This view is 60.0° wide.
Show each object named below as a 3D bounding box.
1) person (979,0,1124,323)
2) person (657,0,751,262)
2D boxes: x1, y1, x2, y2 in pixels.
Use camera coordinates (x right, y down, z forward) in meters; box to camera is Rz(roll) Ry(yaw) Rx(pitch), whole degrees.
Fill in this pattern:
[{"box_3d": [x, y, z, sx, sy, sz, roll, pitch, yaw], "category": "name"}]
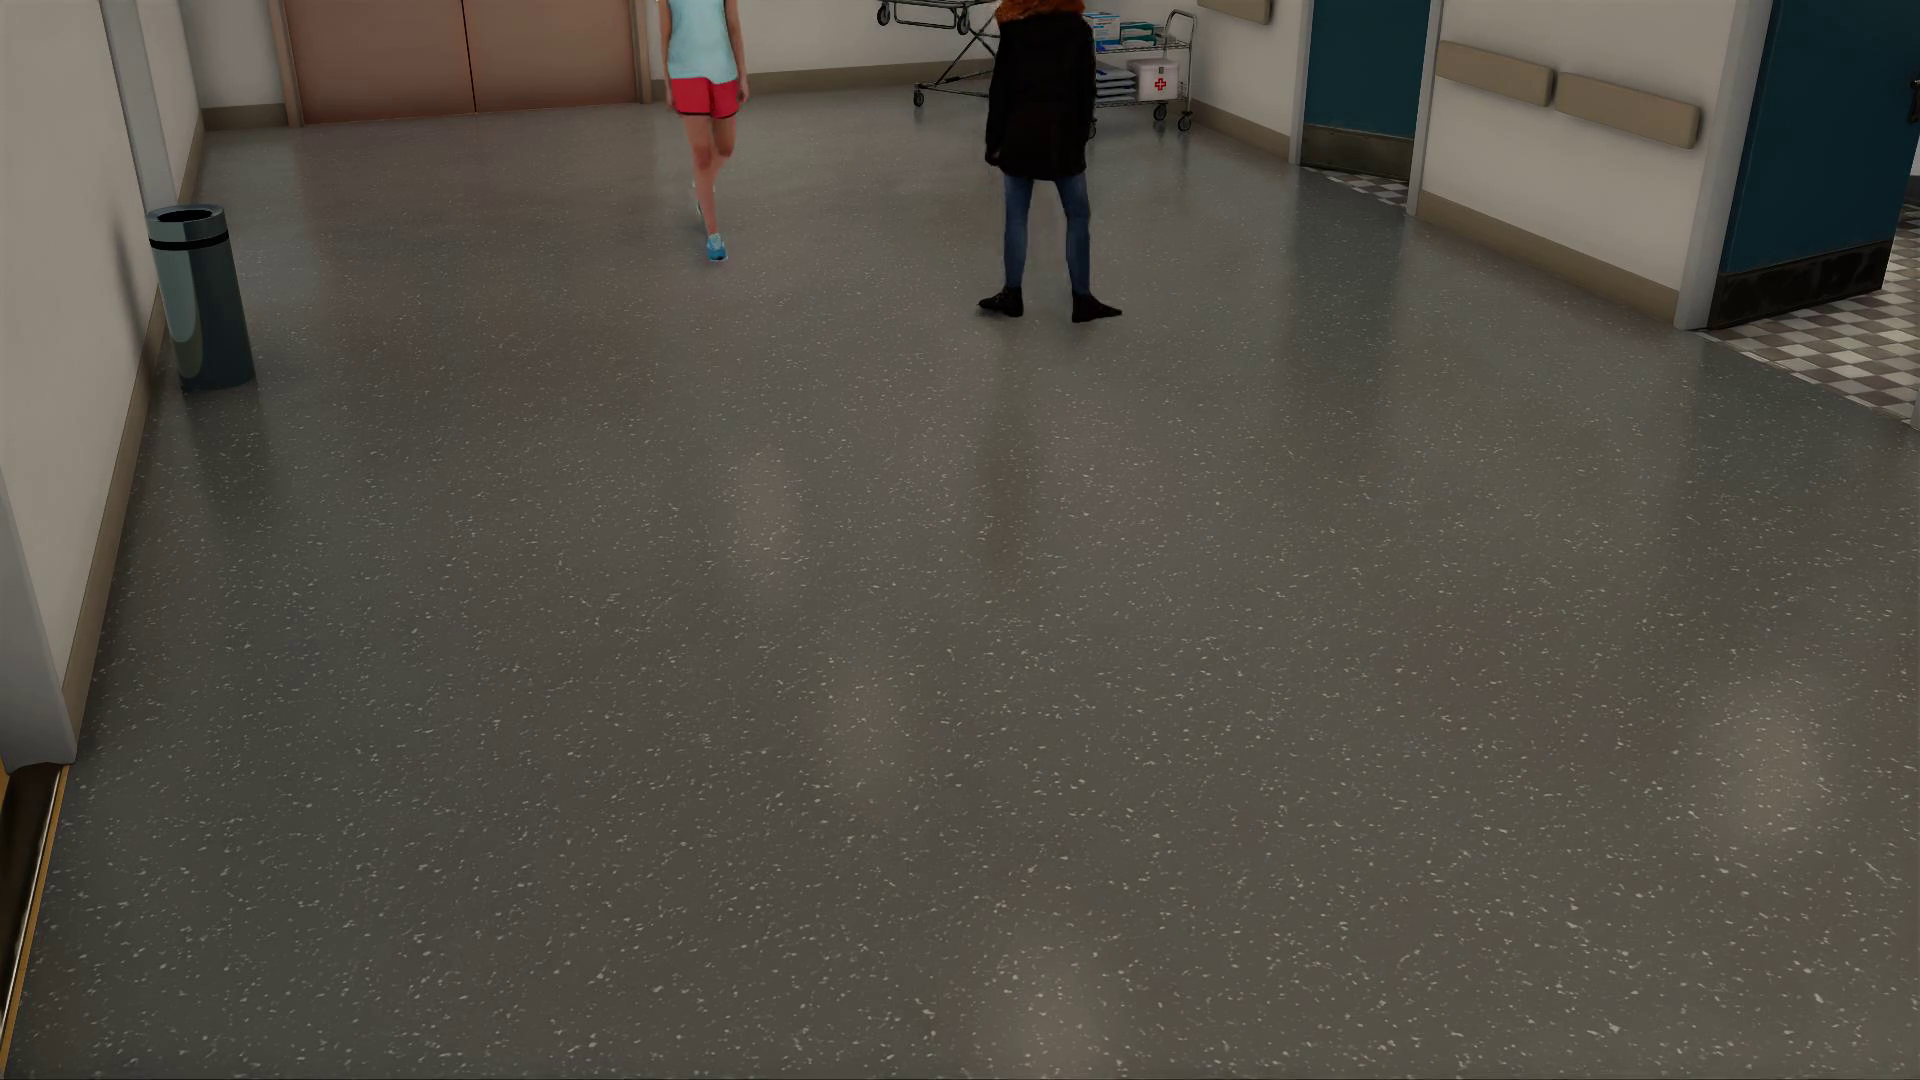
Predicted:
[{"box_3d": [0.333, -1.790, 7.499, 0.944, 1.619, 0.896, -2, 26, -3], "category": "person"}, {"box_3d": [-1.327, -2.362, 8.543, 0.580, 1.742, 1.089, -9, 27, -17], "category": "person"}]
